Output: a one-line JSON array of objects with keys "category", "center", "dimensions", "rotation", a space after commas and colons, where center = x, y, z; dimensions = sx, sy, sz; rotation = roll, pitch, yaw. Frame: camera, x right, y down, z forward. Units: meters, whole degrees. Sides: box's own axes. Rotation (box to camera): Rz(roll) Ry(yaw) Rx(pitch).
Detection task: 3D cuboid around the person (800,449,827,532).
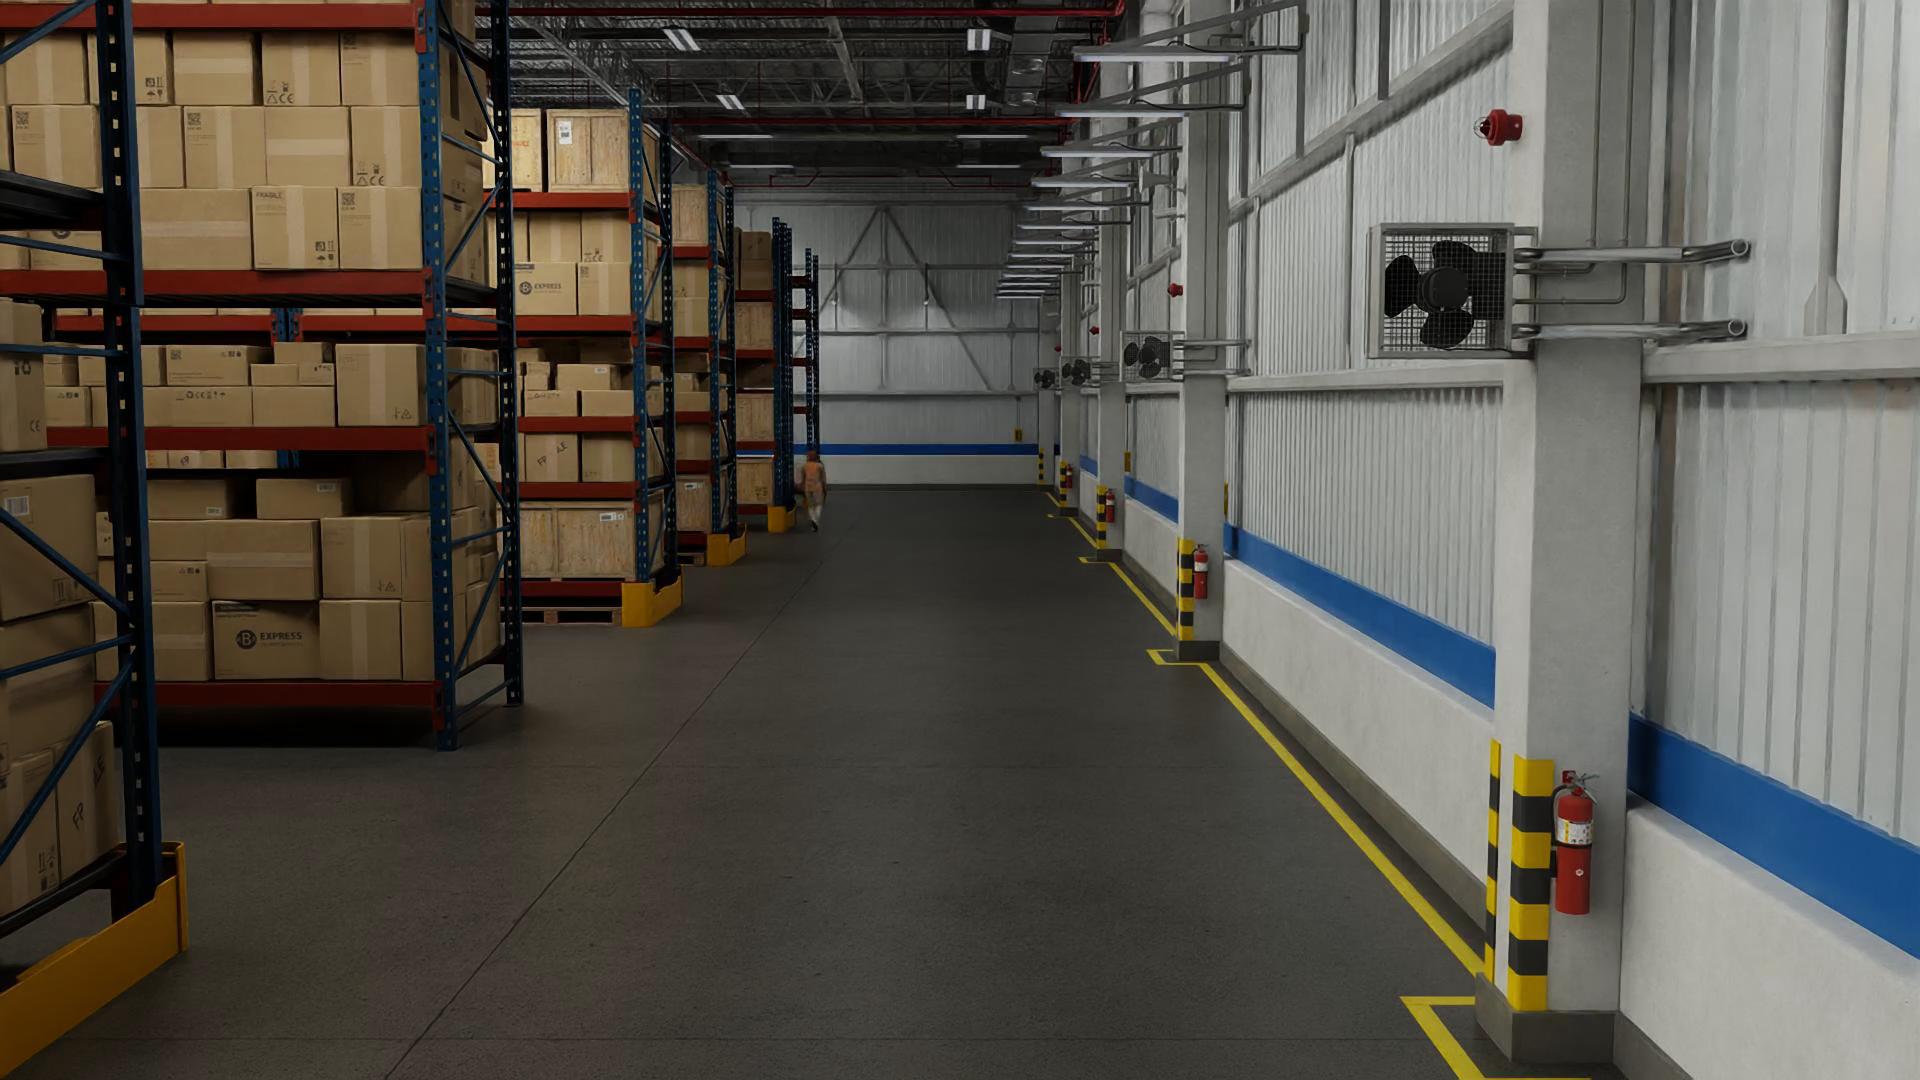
[{"category": "person", "center": [-2.841, -0.952, 32.208], "dimensions": [0.531, 1.619, 0.392], "rotation": [1, 5, 12]}]
